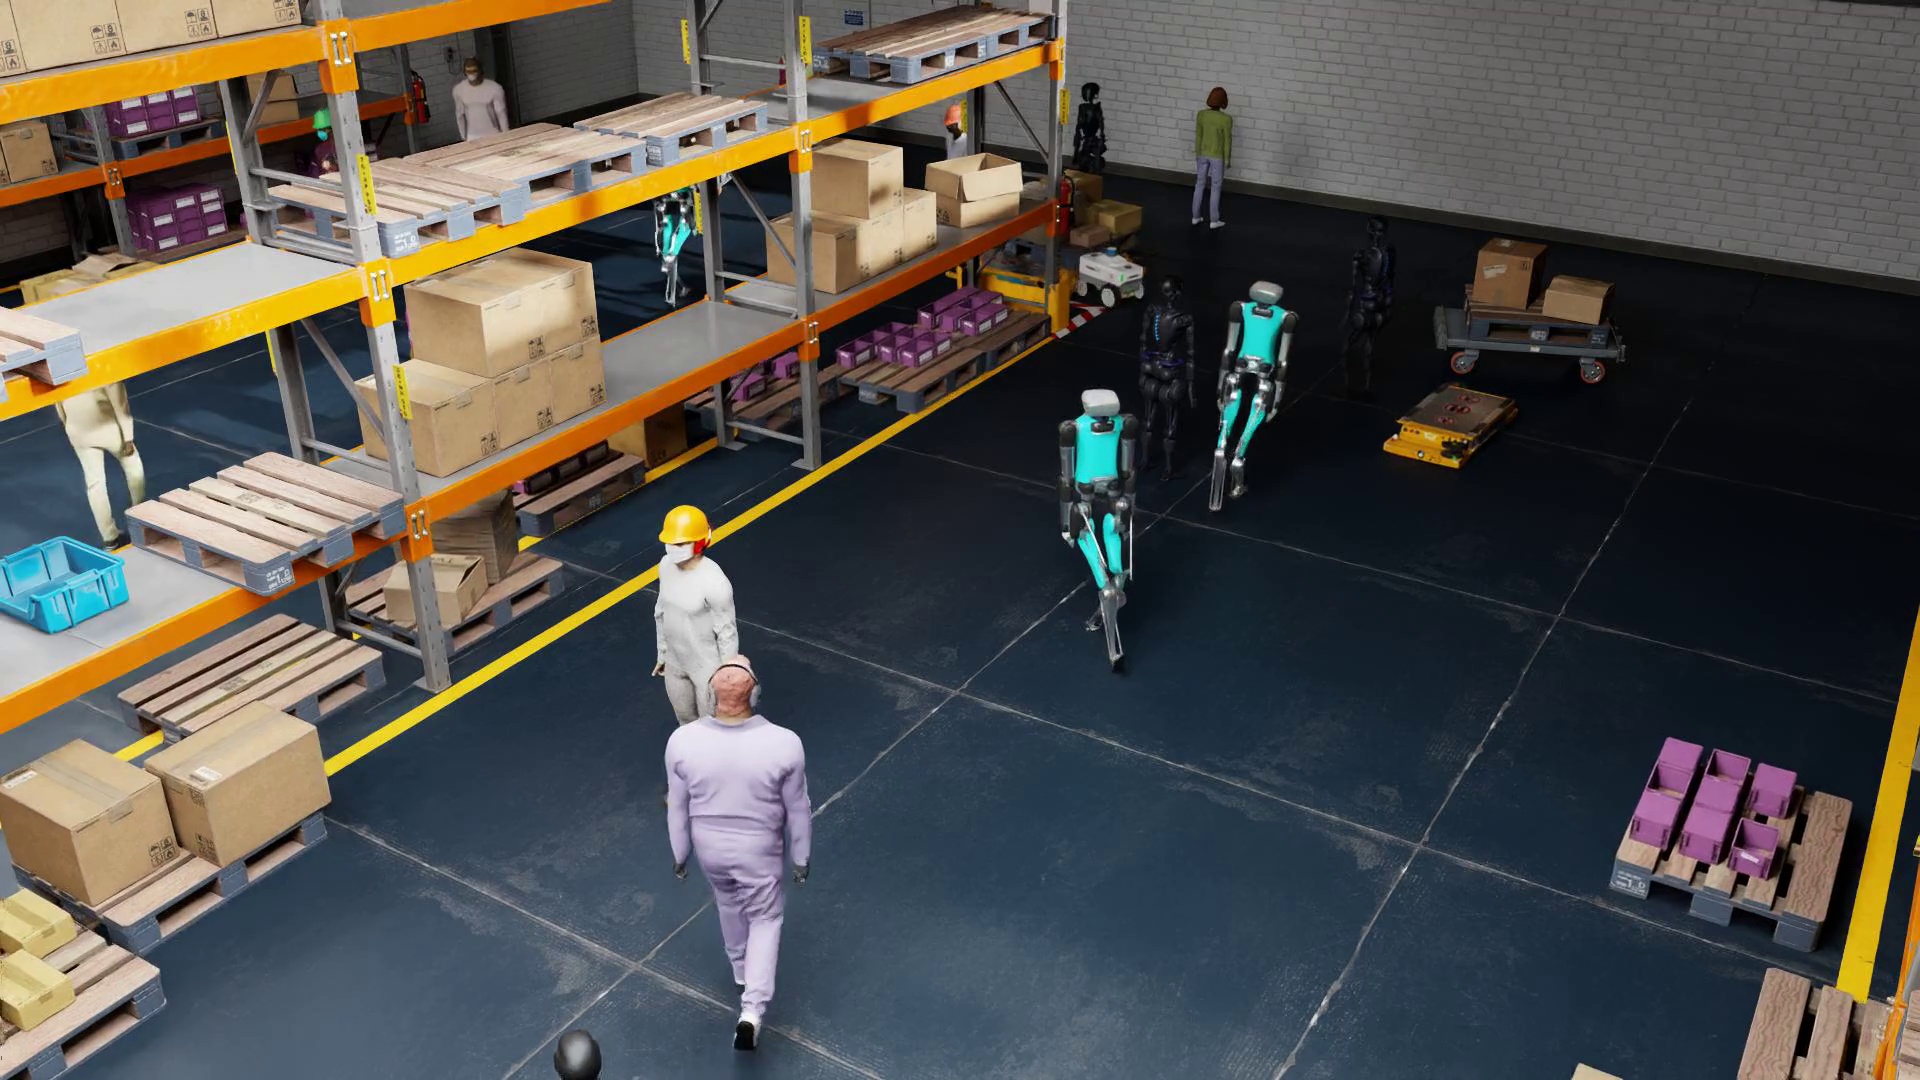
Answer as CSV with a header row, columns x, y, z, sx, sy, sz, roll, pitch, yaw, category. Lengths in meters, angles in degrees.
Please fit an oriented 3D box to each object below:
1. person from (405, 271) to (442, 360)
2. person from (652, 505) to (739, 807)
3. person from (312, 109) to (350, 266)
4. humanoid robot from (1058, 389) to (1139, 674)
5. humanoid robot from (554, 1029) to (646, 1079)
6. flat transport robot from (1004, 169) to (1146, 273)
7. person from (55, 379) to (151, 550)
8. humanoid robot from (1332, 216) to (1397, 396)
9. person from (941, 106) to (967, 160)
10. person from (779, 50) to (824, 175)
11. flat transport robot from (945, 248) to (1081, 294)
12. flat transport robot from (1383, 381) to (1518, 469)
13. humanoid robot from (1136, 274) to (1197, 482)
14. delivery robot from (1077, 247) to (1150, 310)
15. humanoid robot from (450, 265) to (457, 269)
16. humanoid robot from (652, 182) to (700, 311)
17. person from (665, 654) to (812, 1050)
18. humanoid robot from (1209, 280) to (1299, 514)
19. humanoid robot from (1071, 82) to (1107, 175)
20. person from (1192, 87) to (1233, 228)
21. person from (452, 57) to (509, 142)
x,y,z,sx,sy,sz,roll,pitch,yaw,category
-4.082,-1.352,13.119,0.528,1.845,0.324,-20,33,-34,person
-1.440,0.671,9.080,0.570,1.898,0.349,18,32,32,person
-6.414,-3.553,17.367,0.500,1.924,0.730,7,28,14,person
0.984,-0.003,10.615,0.531,1.777,0.965,-8,28,-15,humanoid robot
-1.310,2.373,5.956,0.595,1.648,0.424,-14,30,-25,humanoid robot
1.268,-3.072,18.252,1.431,0.231,0.659,22,34,36,flat transport robot
-6.294,-0.832,12.217,0.571,1.723,0.722,-3,27,-5,person
3.618,-2.061,14.697,0.588,1.646,0.328,-18,32,-32,humanoid robot
0.008,-3.909,18.297,0.508,1.725,0.578,-14,30,-25,person
-2.037,-5.675,21.657,0.624,1.838,0.431,-2,27,-3,person
0.618,-2.872,17.856,1.431,0.231,0.659,16,31,28,flat transport robot
4.193,-0.987,14.143,0.659,0.231,1.431,18,32,31,flat transport robot
1.621,-1.298,13.182,0.315,1.659,0.599,-22,34,-36,humanoid robot
1.582,-2.724,17.271,0.499,0.614,0.803,-19,33,-33,delivery robot
-5.199,-3.061,16.675,0.615,1.650,0.338,-2,27,-5,humanoid robot
-2.976,-3.190,16.882,0.534,1.767,0.957,6,28,12,humanoid robot
-1.013,1.437,7.603,0.662,1.876,0.811,3,27,6,person
2.110,-1.004,12.590,0.553,1.781,0.925,15,31,27,humanoid robot
1.518,-4.554,19.614,0.341,1.656,0.609,-14,30,-26,humanoid robot
2.970,-4.500,19.566,0.495,1.626,0.285,22,34,36,person
-5.660,-4.739,19.742,0.645,1.900,0.928,-2,27,-4,person
